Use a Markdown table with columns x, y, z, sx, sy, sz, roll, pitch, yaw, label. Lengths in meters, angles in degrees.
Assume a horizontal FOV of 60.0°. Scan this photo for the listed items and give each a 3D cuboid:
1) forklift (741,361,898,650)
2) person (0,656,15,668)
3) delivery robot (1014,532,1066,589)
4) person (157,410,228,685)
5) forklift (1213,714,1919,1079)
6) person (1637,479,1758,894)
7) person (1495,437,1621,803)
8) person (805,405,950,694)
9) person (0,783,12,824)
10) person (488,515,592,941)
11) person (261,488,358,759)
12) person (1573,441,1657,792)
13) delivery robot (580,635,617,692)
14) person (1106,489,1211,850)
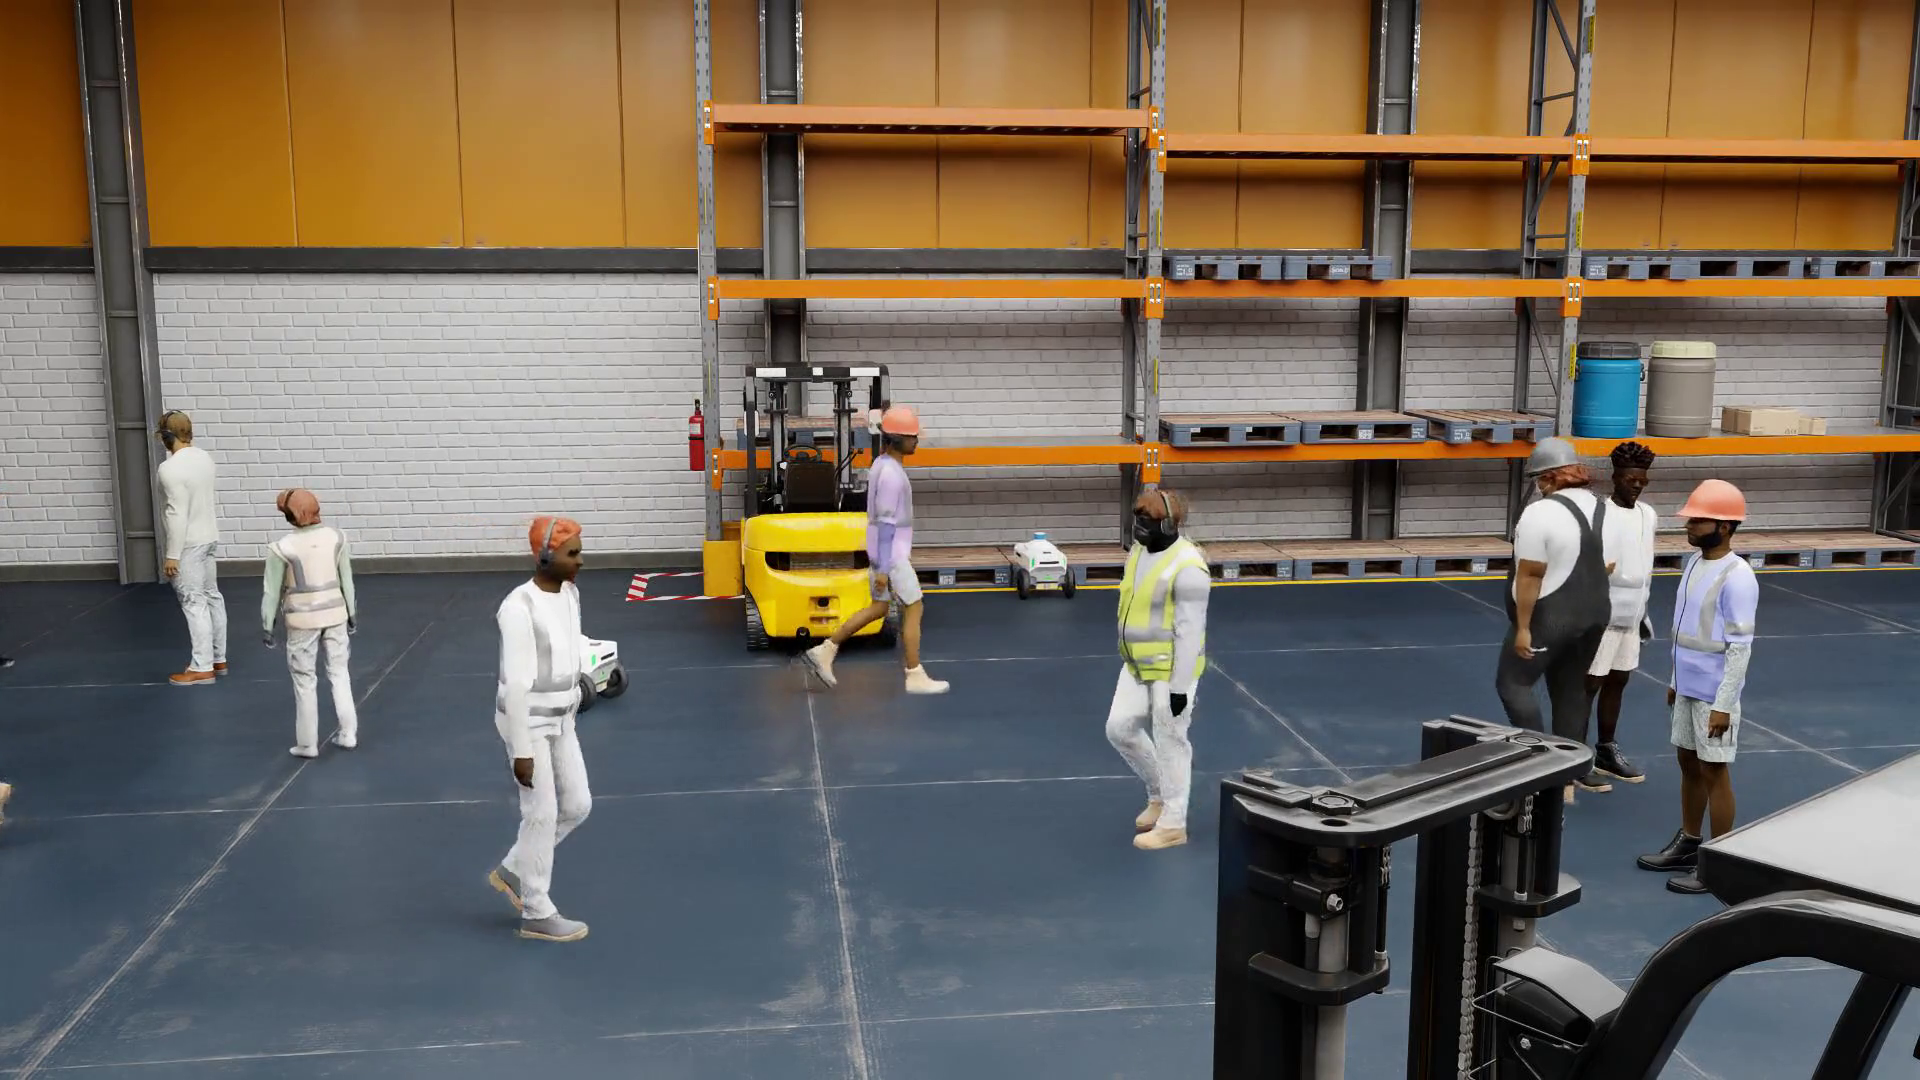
| x | y | z | sx | sy | sz | roll | pitch | yaw | label |
| --- | --- | --- | --- | --- | --- | --- | --- | --- | --- |
| -1.154 | -0.340 | 13.365 | 1.214 | 2.155 | 2.313 | -1 | 9 | -7 | forklift |
| -7.344 | 0.085 | 11.962 | 0.756 | 1.801 | 0.622 | -2 | 9 | -14 | person |
| 0.715 | 0.176 | 14.956 | 0.477 | 0.478 | 0.707 | -2 | 9 | -11 | delivery robot |
| -5.421 | 0.054 | 11.711 | 0.366 | 1.936 | 0.630 | 0 | 9 | 0 | person |
| 1.441 | 1.425 | 2.350 | 1.214 | 2.155 | 2.313 | -7 | 12 | -39 | forklift |
| 3.473 | 0.680 | 7.783 | 0.351 | 1.942 | 0.545 | 0 | 9 | -2 | person |
| 3.263 | 0.419 | 9.107 | 0.715 | 2.000 | 0.546 | -4 | 10 | -25 | person |
| -0.567 | 0.080 | 11.331 | 0.917 | 2.014 | 0.616 | -2 | 9 | -10 | person |
| -5.129 | 0.678 | 8.075 | 0.718 | 1.863 | 0.628 | -5 | 10 | -27 | person |
| -1.823 | 0.811 | 7.198 | 0.461 | 1.865 | 0.624 | 2 | 9 | 15 | person |
| -3.849 | 0.500 | 9.874 | 0.362 | 1.630 | 0.551 | 8 | 12 | 40 | person |
| 3.681 | 0.417 | 9.354 | 0.608 | 1.963 | 0.371 | -6 | 11 | -32 | person |
| -2.671 | 0.784 | 11.161 | 0.707 | 0.478 | 0.477 | 3 | 10 | 19 | delivery robot |
| 1.000 | 0.648 | 8.327 | 0.445 | 1.828 | 0.652 | -4 | 10 | -23 | person |
